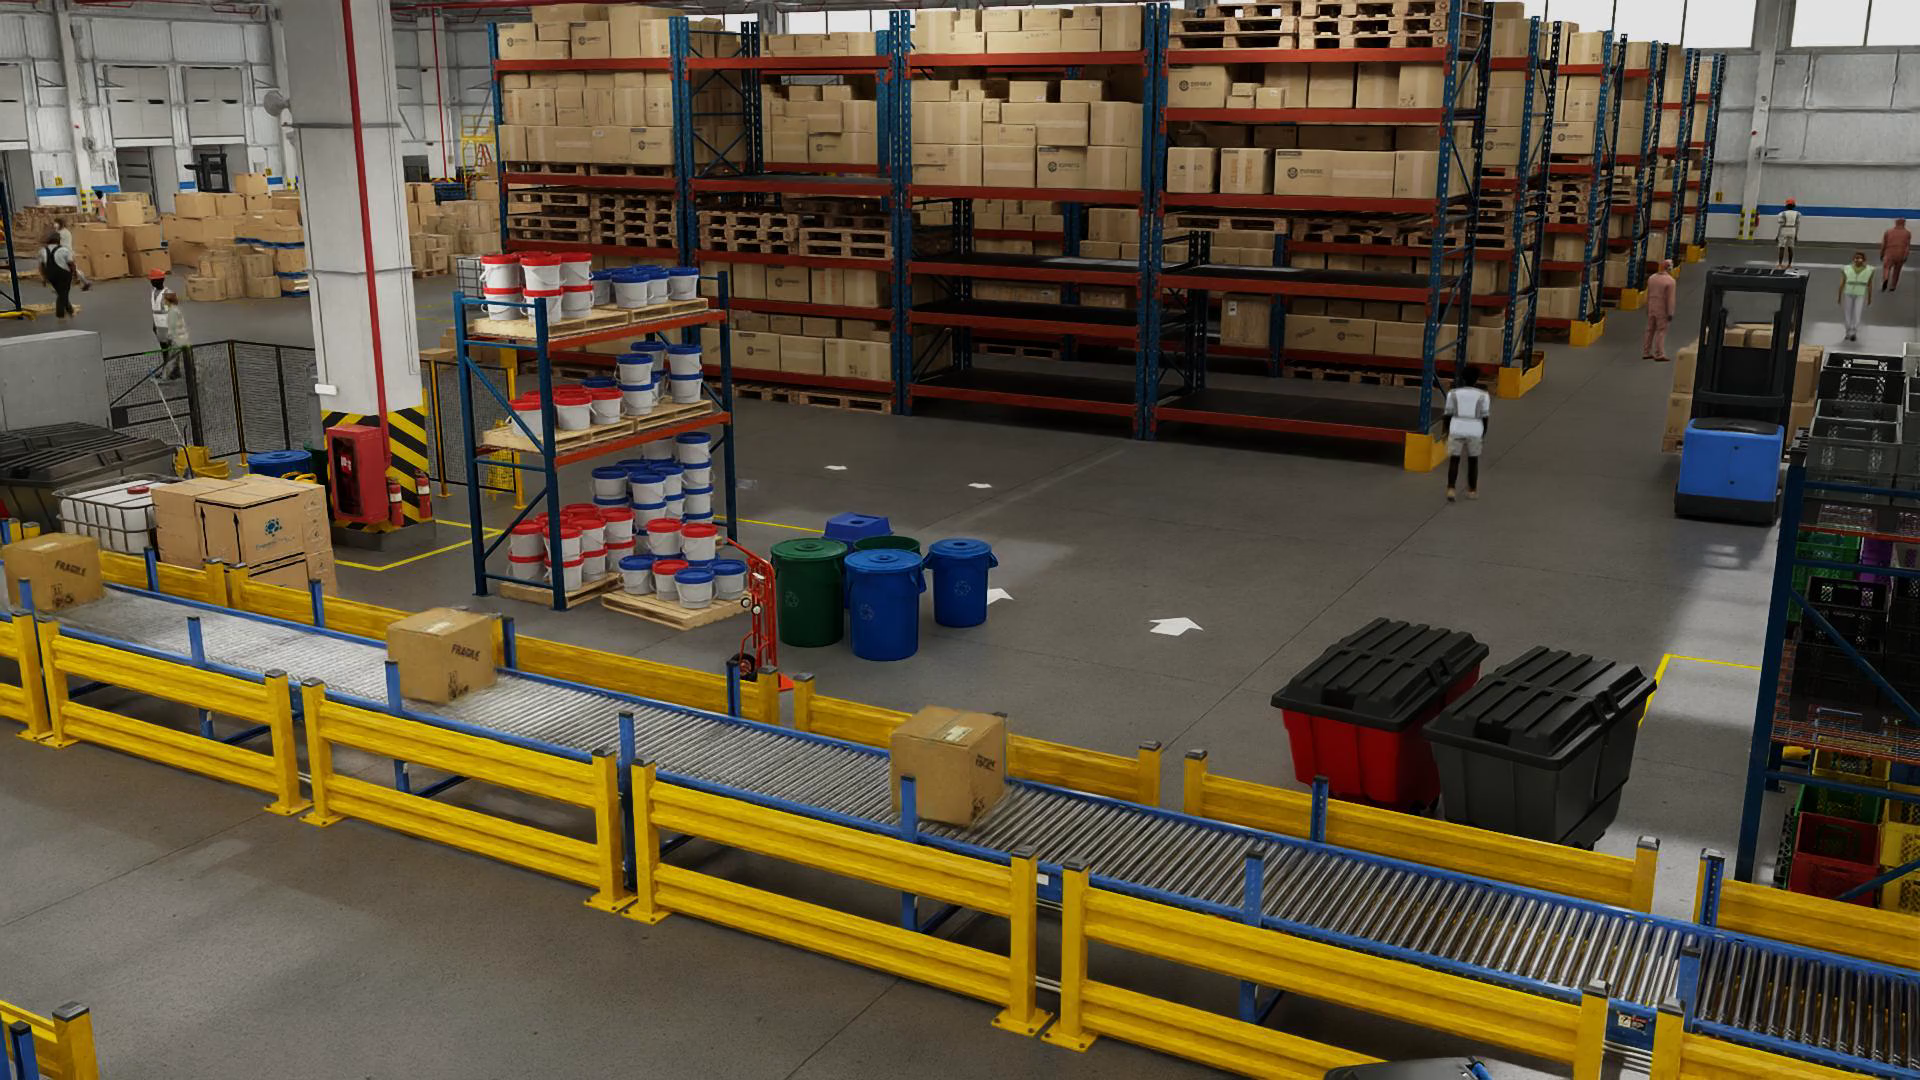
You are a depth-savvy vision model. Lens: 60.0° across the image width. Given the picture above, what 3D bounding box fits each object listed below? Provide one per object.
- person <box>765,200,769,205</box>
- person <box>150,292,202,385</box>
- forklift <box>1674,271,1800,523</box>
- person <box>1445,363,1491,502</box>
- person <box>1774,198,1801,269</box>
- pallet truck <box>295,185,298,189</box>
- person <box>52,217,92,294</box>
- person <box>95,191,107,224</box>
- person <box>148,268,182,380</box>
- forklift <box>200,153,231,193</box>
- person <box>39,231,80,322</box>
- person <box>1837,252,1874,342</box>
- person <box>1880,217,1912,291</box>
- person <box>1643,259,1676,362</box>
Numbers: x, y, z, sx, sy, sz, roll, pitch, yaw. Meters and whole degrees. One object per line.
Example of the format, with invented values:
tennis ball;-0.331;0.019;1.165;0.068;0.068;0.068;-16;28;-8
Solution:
person;-6.236;-10.193;53.868;0.511;1.600;0.852;4;15;15
person;-13.447;-3.410;28.376;0.842;1.598;0.528;-10;18;-33
forklift;9.269;-1.763;19.726;1.129;2.768;1.873;8;17;27
person;6.185;-1.311;20.295;0.540;1.695;0.317;7;16;25
person;23.617;-8.722;47.485;0.607;2.048;0.365;1;15;4
pallet truck;-26.804;-14.617;69.738;1.885;1.965;0.823;-14;20;-42
person;-22.553;-7.196;42.028;0.638;1.911;0.925;9;17;31
person;-29.926;-11.381;58.197;0.823;1.656;0.558;-3;15;-9
person;-13.944;-3.779;29.108;0.542;1.939;0.366;8;17;28
forklift;-27.439;-12.865;61.464;1.873;2.768;1.129;8;17;28
person;-19.838;-5.865;36.754;0.711;2.000;1.060;2;15;7
person;18.101;-4.920;33.672;0.577;1.791;0.965;10;18;34
person;23.812;-7.274;42.361;0.647;1.879;0.700;9;17;30
person;13.129;-4.295;31.133;0.399;1.900;0.645;-6;16;-21
